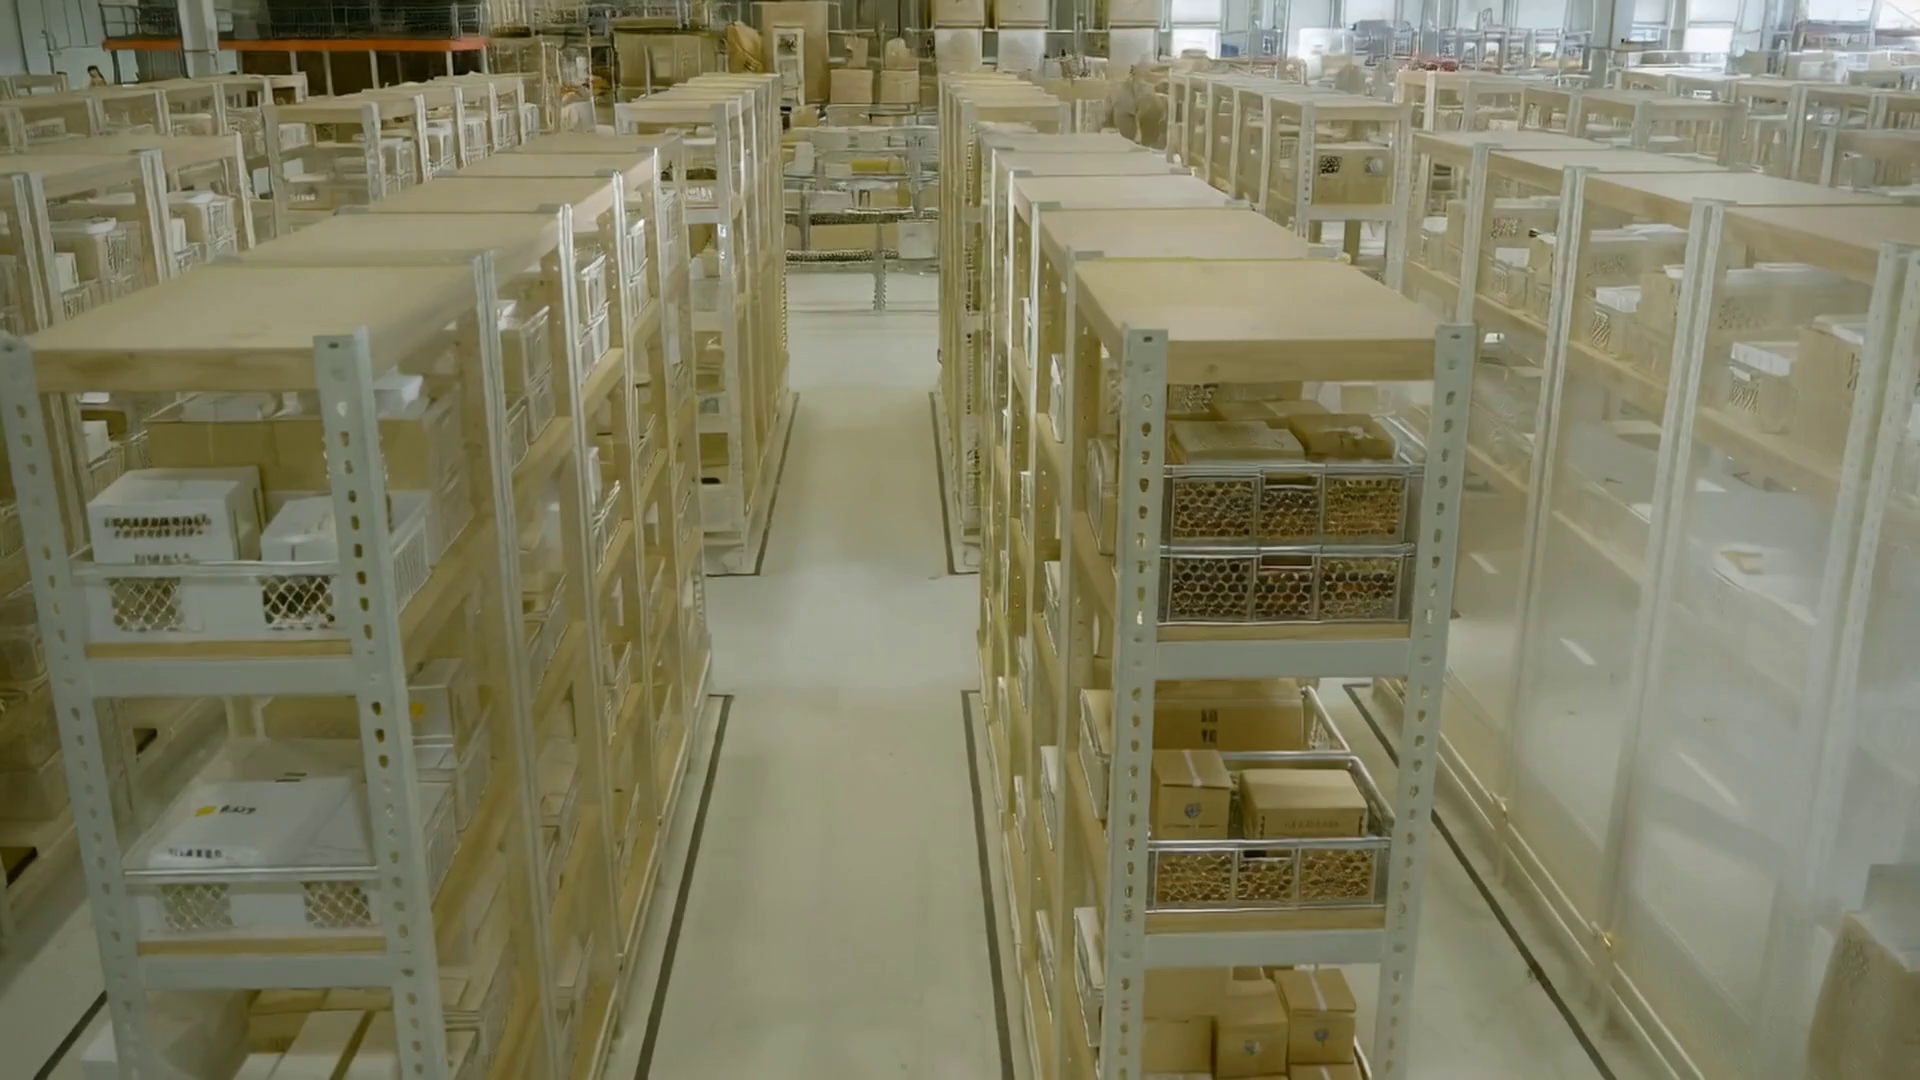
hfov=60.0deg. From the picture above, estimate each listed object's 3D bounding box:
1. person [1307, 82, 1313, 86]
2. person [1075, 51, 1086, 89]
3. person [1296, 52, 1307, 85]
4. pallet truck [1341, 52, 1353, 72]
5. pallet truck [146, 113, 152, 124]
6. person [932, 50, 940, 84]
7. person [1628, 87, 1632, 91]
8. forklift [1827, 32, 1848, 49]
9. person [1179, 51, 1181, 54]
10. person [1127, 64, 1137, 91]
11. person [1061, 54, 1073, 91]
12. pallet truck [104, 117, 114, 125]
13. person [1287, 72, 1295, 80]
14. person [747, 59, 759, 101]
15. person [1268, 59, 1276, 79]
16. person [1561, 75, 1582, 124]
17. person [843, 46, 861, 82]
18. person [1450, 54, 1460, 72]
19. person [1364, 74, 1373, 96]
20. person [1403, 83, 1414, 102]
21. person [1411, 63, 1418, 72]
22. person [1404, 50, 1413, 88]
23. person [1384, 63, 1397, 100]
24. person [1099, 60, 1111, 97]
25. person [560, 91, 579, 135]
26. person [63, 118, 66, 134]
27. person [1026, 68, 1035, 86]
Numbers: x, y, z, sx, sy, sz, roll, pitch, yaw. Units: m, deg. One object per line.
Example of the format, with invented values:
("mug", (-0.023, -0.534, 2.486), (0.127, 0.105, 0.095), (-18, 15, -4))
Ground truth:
("person", (11.938, -14.852, 57.130), (0.320, 1.694, 0.533), (5, 19, 15))
("person", (6.233, -24.394, 86.320), (0.624, 1.912, 0.952), (14, 22, 36))
("person", (17.074, -23.382, 83.128), (0.351, 1.936, 0.634), (-17, 24, -41))
("pallet truck", (18.794, -23.123, 82.231), (0.823, 1.965, 1.885), (-13, 22, -35))
("pallet truck", (-18.087, -8.309, 36.390), (1.885, 1.965, 0.823), (-1, 18, -4))
("person", (-1.313, -26.058, 91.590), (0.429, 1.830, 0.639), (-2, 18, -8))
("person", (21.126, -13.469, 52.774), (0.522, 1.741, 0.363), (-8, 20, -23))
("forklift", (46.023, -25.321, 87.619), (1.129, 2.768, 1.873), (-1, 18, -2))
("person", (11.586, -24.846, 87.770), (1.002, 1.880, 0.595), (7, 19, 20))
("person", (6.968, -18.314, 67.476), (0.391, 1.920, 0.593), (-10, 20, -27))
("person", (5.368, -23.559, 83.831), (0.627, 1.843, 0.429), (6, 19, 19))
("pallet truck", (-18.367, -7.885, 35.078), (1.885, 1.965, 0.823), (1, 18, 2))
("person", (11.904, -16.134, 60.782), (0.957, 1.901, 0.555), (10, 21, 29))
("person", (-9.283, -20.644, 74.745), (0.573, 1.883, 0.355), (2, 18, 7))
("person", (15.097, -22.404, 80.504), (0.533, 1.690, 0.321), (-15, 23, -40))
("person", (20.168, -14.305, 54.876), (0.679, 2.000, 0.536), (10, 20, 28))
("person", (-6.175, -26.962, 94.188), (1.060, 1.937, 0.637), (-7, 19, -21))
("person", (24.258, -22.848, 81.525), (0.499, 1.900, 0.621), (13, 22, 35))
("person", (14.557, -15.699, 59.467), (0.315, 1.866, 0.533), (-1, 18, -2))
("person", (15.582, -15.105, 57.533), (0.857, 1.938, 0.605), (0, 18, 0))
("person", (19.779, -19.714, 72.015), (0.896, 1.809, 0.522), (8, 20, 23))
("person", (23.578, -24.744, 87.384), (0.416, 1.915, 0.561), (3, 18, 8))
("person", (18.691, -19.728, 72.005), (0.979, 1.816, 0.543), (-8, 20, -24))
("person", (6.922, -21.899, 78.892), (0.590, 1.723, 0.488), (14, 22, 36))
("person", (-10.529, -11.046, 44.786), (0.607, 2.044, 0.375), (9, 20, 25))
("person", (-22.973, -10.168, 42.289), (0.651, 1.907, 0.409), (-9, 20, -25))
("person", (2.678, -17.171, 63.984), (0.988, 1.900, 0.553), (-7, 19, -19))
